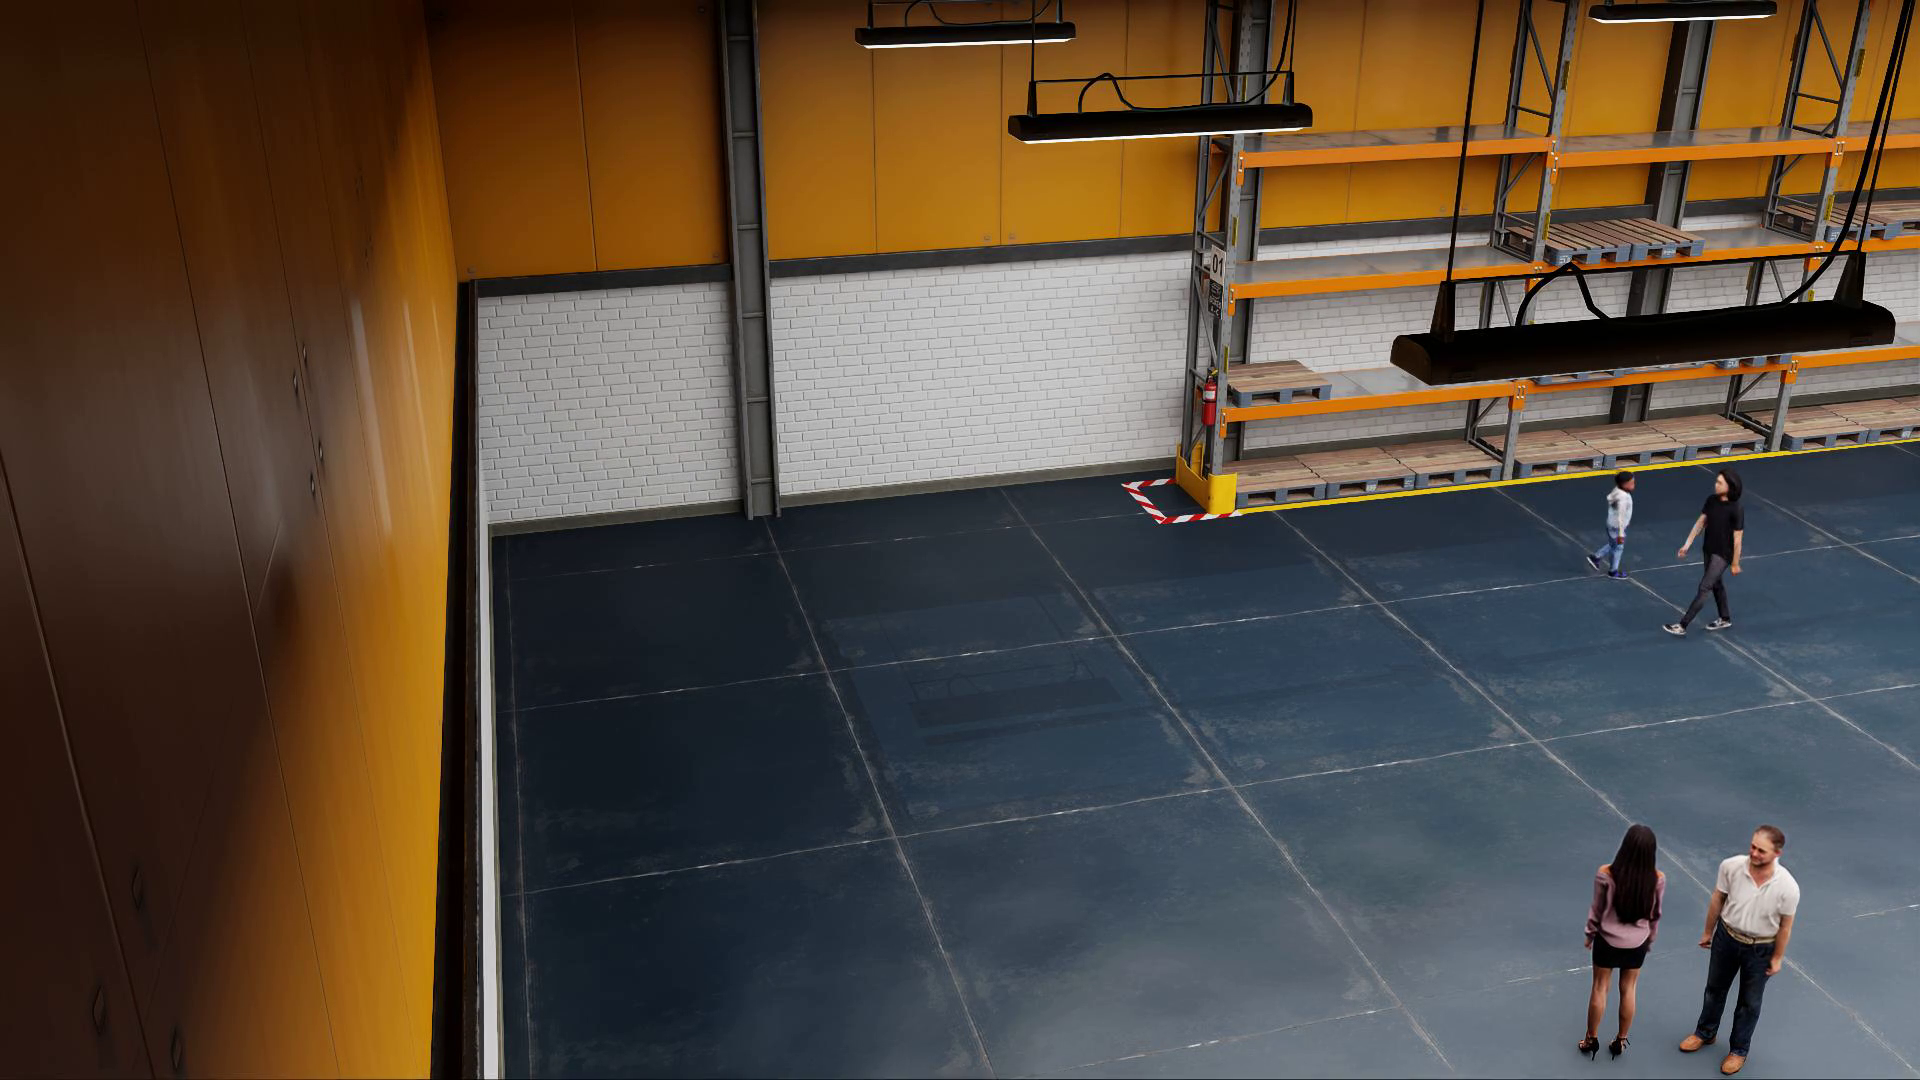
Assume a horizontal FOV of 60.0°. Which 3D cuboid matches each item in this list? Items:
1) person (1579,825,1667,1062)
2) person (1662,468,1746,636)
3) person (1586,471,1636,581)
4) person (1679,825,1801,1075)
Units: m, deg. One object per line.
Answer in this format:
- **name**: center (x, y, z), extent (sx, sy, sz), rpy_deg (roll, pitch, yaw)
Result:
- **person**: center (4.369, 2.668, 10.992), extent (0.606, 1.812, 0.746), rpy_deg (4, 24, 8)
- **person**: center (7.750, 0.119, 16.834), extent (1.100, 1.802, 0.702), rpy_deg (-4, 24, -9)
- **person**: center (7.140, -0.175, 18.196), extent (0.756, 1.251, 0.646), rpy_deg (4, 24, 10)
- **person**: center (5.190, 2.657, 10.965), extent (0.723, 1.853, 0.746), rpy_deg (-19, 30, -37)
